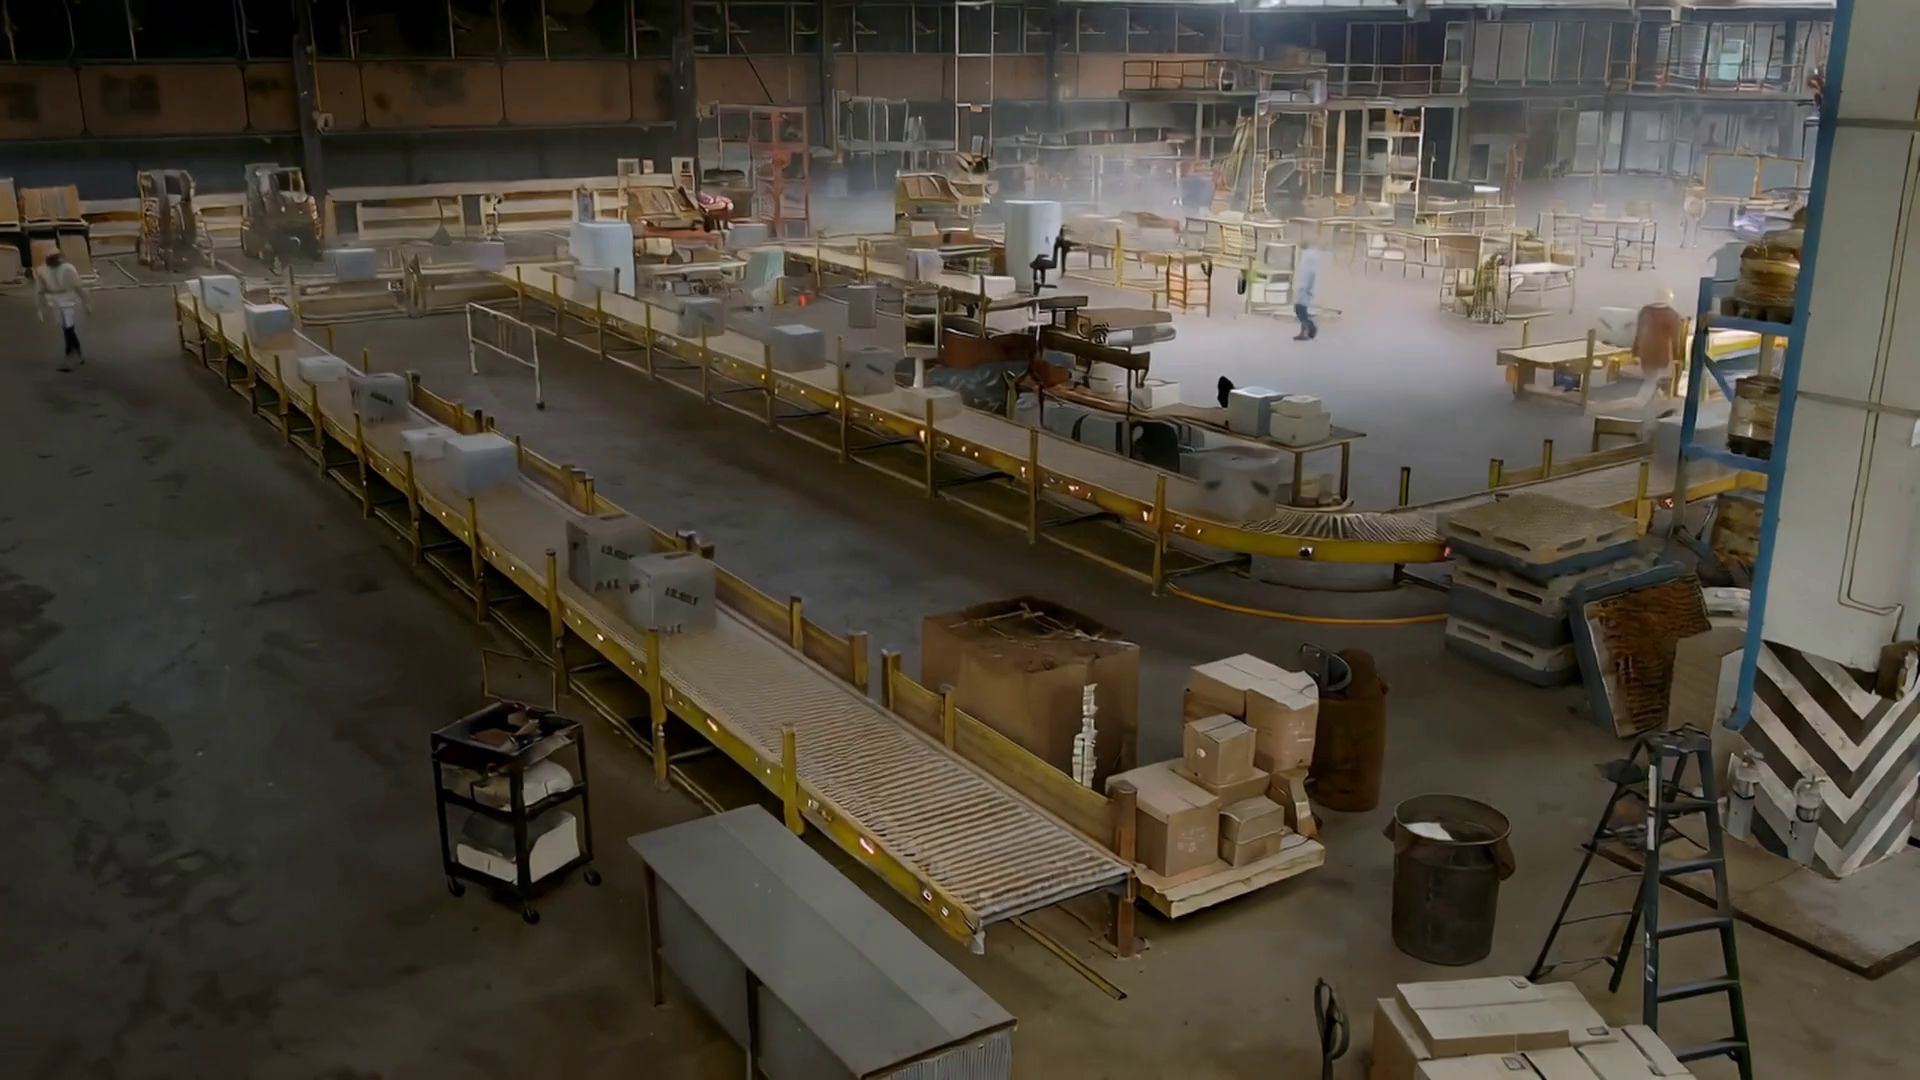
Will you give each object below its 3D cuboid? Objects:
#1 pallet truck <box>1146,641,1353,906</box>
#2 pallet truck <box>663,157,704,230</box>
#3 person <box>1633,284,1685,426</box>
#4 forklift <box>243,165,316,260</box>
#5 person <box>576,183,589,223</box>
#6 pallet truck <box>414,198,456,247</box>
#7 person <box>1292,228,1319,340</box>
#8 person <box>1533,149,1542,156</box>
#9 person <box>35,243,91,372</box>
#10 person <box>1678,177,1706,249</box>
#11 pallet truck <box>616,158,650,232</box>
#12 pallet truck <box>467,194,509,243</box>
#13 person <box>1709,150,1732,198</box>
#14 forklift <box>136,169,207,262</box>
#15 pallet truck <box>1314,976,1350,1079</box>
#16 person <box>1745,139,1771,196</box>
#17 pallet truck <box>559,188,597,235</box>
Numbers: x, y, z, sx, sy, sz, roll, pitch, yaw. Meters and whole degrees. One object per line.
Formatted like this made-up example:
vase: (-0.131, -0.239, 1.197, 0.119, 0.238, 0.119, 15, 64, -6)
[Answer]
pallet truck: (1.664, 1.407, 10.232, 1.630, 1.274, 0.653, -10, 20, -31)
pallet truck: (-7.586, -9.308, 44.692, 0.823, 1.965, 1.885, -11, 20, -33)
person: (9.313, -2.450, 22.097, 0.995, 1.861, 0.639, -6, 18, -19)
forklift: (-15.898, -7.669, 38.708, 1.157, 1.987, 2.680, -11, 20, -33)
person: (-8.806, -7.470, 38.988, 0.325, 1.760, 0.523, -11, 20, -33)
pallet truck: (-13.250, -8.060, 41.856, 0.680, 1.201, 1.601, -10, 20, -31)
person: (5.865, -4.336, 28.293, 0.415, 1.908, 0.567, -2, 17, -7)
person: (24.232, -16.758, 69.647, 0.642, 1.899, 0.396, 8, 18, 24)
person: (-13.913, -3.622, 25.801, 0.643, 1.971, 1.121, -1, 17, -3)
person: (18.031, -8.042, 40.921, 0.489, 1.739, 0.323, 12, 20, 34)
pallet truck: (-8.918, -9.176, 44.255, 0.823, 1.965, 1.885, -9, 19, -27)
pallet truck: (-11.983, -8.177, 42.137, 0.704, 1.261, 1.522, -11, 20, -33)
person: (22.365, -10.540, 48.987, 0.572, 1.885, 0.358, 7, 18, 22)
forklift: (-17.842, -7.318, 37.559, 1.157, 1.987, 2.680, -10, 20, -31)
pallet truck: (2.299, 2.390, 7.086, 1.601, 1.201, 0.680, -2, 17, -7)
person: (26.000, -12.059, 54.018, 0.634, 1.897, 0.607, 2, 17, 6)
pallet truck: (-10.010, -8.652, 43.699, 0.653, 1.274, 1.630, -10, 20, -31)
